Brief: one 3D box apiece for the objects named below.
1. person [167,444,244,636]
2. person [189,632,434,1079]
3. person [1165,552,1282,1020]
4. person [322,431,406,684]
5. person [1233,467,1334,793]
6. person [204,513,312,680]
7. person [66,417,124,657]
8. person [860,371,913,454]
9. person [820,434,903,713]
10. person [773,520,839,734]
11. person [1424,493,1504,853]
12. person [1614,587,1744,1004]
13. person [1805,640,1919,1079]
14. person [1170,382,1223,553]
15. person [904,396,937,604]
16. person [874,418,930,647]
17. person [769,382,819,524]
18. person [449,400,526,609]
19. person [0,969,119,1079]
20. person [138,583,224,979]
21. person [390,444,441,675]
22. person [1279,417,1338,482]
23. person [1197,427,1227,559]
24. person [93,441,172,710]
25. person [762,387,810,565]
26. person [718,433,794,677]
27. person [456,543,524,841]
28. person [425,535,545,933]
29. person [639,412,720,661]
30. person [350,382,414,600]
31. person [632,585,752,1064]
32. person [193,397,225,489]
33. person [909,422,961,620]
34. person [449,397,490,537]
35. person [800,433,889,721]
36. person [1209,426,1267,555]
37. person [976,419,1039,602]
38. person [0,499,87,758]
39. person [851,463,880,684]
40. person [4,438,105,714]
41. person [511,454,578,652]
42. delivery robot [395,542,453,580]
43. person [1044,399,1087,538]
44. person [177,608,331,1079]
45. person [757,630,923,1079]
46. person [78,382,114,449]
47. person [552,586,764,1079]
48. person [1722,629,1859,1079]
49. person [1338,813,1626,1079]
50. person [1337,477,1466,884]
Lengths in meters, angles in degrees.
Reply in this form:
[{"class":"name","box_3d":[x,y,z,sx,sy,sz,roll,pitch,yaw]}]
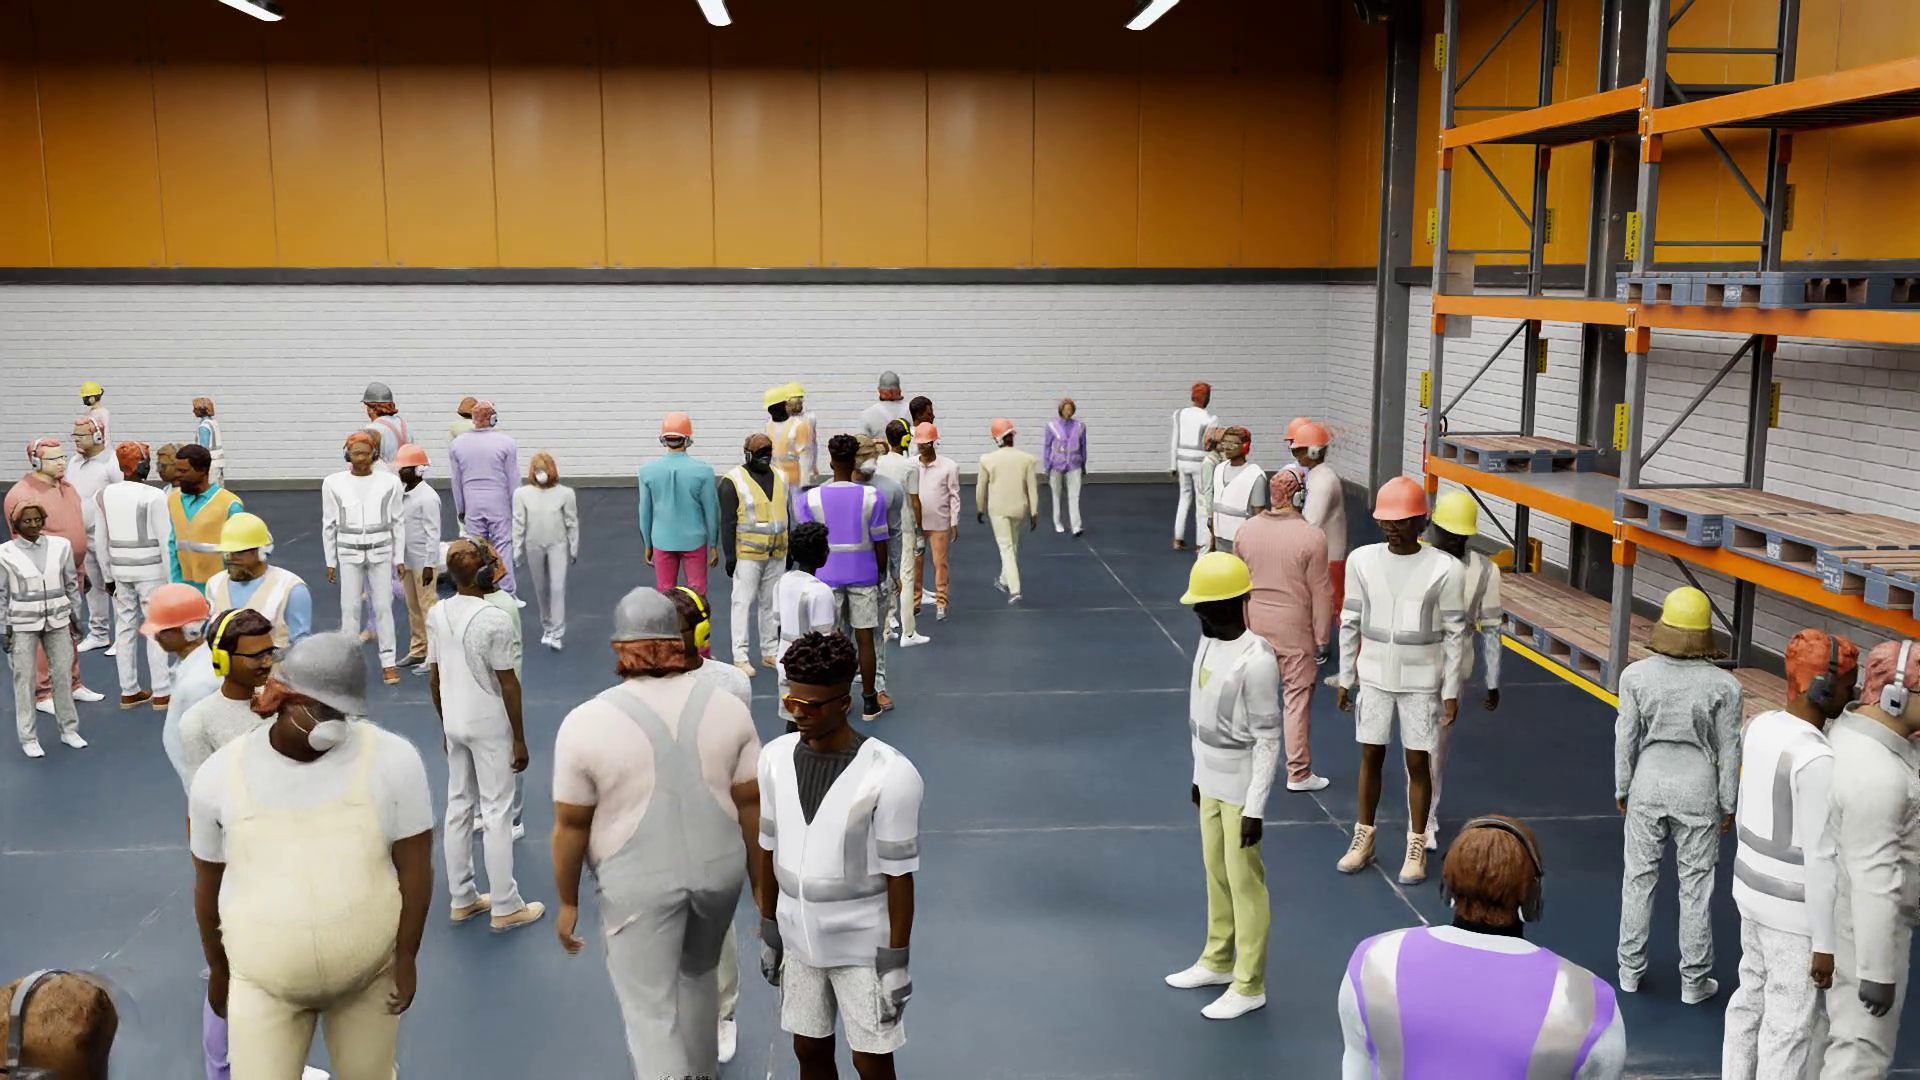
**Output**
[{"class":"person","box_3d":[-5.021,0.304,11.136,0.590,1.916,0.386,3,10,20]},{"class":"person","box_3d":[-1.963,1.204,5.098,0.702,2.000,0.815,-3,10,-20]},{"class":"person","box_3d":[1.086,0.995,6.797,0.392,1.918,0.589,-3,9,-16]},{"class":"person","box_3d":[-4.386,0.141,12.267,0.574,1.884,0.356,-3,10,-20]},{"class":"person","box_3d":[1.917,0.525,9.781,0.643,1.909,0.409,9,12,43]},{"class":"person","box_3d":[-3.618,0.757,8.588,0.606,1.827,0.403,2,9,12]},{"class":"person","box_3d":[-6.878,-0.028,13.255,0.651,1.907,0.409,4,10,23]},{"class":"person","box_3d":[-0.736,-0.764,17.456,0.698,2.000,0.541,-3,10,-18]},{"class":"person","box_3d":[-0.684,0.231,11.530,0.631,1.939,0.372,-3,10,-21]},{"class":"person","box_3d":[-0.825,0.734,9.125,0.316,1.695,0.542,-6,11,-34]},{"class":"person","box_3d":[2.546,0.691,8.764,0.617,1.885,0.843,0,9,3]},{"class":"person","box_3d":[2.994,1.057,6.954,0.493,1.743,0.297,6,11,32]},{"class":"person","box_3d":[2.916,1.243,5.319,0.399,1.893,0.656,4,10,22]},{"class":"person","box_3d":[2.583,-0.782,18.086,0.627,1.877,0.426,8,12,40]},{"class":"person","box_3d":[-0.390,-0.371,15.375,0.392,1.919,0.591,0,9,-3]},{"class":"person","box_3d":[-0.500,-0.064,13.594,0.515,1.872,0.328,6,11,32]},{"class":"person","box_3d":[-1.858,-0.859,18.687,0.593,1.837,0.404,-5,10,-29]},{"class":"person","box_3d":[-4.236,-0.305,14.988,0.636,1.911,0.406,1,9,6]},{"class":"person","box_3d":[-1.615,1.651,3.031,0.948,1.793,0.539,1,9,4]},{"class":"person","box_3d":[-3.272,1.025,7.181,0.406,1.735,0.595,-5,10,-28]},{"class":"person","box_3d":[-4.151,0.141,12.674,0.328,1.751,0.561,-8,12,-43]},{"class":"person","box_3d":[2.664,0.005,12.988,0.546,1.928,0.385,-5,10,-28]},{"class":"person","box_3d":[2.327,-0.219,15.291,0.306,1.640,0.523,3,9,16]},{"class":"person","box_3d":[-5.704,0.251,11.582,0.587,1.879,0.342,2,9,12]},{"class":"person","box_3d":[-1.747,-0.673,17.441,0.606,1.874,0.859,6,11,34]},{"class":"person","box_3d":[-1.518,0.105,12.622,0.634,1.841,0.429,-8,12,-42]},{"class":"person","box_3d":[-2.528,0.808,8.858,0.506,1.633,0.279,7,11,36]},{"class":"person","box_3d":[-2.210,0.890,7.681,0.508,1.847,0.345,4,10,26]},{"class":"person","box_3d":[-2.126,0.022,12.656,0.612,1.997,0.375,1,9,4]},{"class":"person","box_3d":[-5.422,-0.460,15.544,0.538,2.000,0.687,2,9,10]},{"class":"person","box_3d":[-1.035,1.087,6.384,0.521,1.865,0.319,2,9,10]},{"class":"person","box_3d":[-8.627,-0.826,19.142,0.316,1.632,0.514,-2,9,-12]},{"class":"person","box_3d":[-0.285,-0.163,14.584,0.573,1.749,0.343,2,9,14]},{"class":"person","box_3d":[-5.638,-0.837,19.189,0.504,1.631,0.279,3,9,17]},{"class":"person","box_3d":[-0.777,0.260,11.269,0.602,1.963,0.367,0,9,-3]},{"class":"person","box_3d":[2.187,0.018,13.140,0.390,1.850,0.564,-5,11,-31]},{"class":"person","box_3d":[0.455,-0.285,15.568,0.553,1.696,0.959,-3,9,-17]},{"class":"person","box_3d":[-5.817,0.549,10.496,0.313,1.633,0.518,7,12,39]},{"class":"person","box_3d":[-0.730,0.187,12.407,0.340,1.745,0.567,-1,9,-6]},{"class":"person","box_3d":[-6.281,0.241,11.568,0.410,1.908,0.643,1,9,5]},{"class":"person","box_3d":[-3.354,0.105,13.425,0.506,1.590,0.853,-1,9,-3]},{"class":"delivery robot","box_3d":[-5.103,0.169,15.952,0.707,0.478,0.477,-8,12,-42]},{"class":"person","box_3d":[1.227,-0.831,19.265,0.535,1.583,0.874,-1,9,-8]},{"class":"person","box_3d":[-2.555,1.156,5.966,0.314,1.861,0.510,3,10,19]},{"class":"person","box_3d":[-0.390,1.235,5.181,0.598,1.958,0.372,5,11,31]},{"class":"person","box_3d":[-10.343,-1.020,19.957,0.524,1.761,0.338,8,12,42]},{"class":"person","box_3d":[-0.988,1.119,5.629,0.727,2.000,0.762,-5,11,-31]},{"class":"person","box_3d":[2.738,1.221,5.472,0.355,1.887,0.573,0,9,3]},{"class":"person","box_3d":[1.163,1.522,3.773,0.623,1.835,0.431,5,10,29]},{"class":"person","box_3d":[2.173,0.697,8.273,0.615,2.041,0.392,5,10,30]}]
